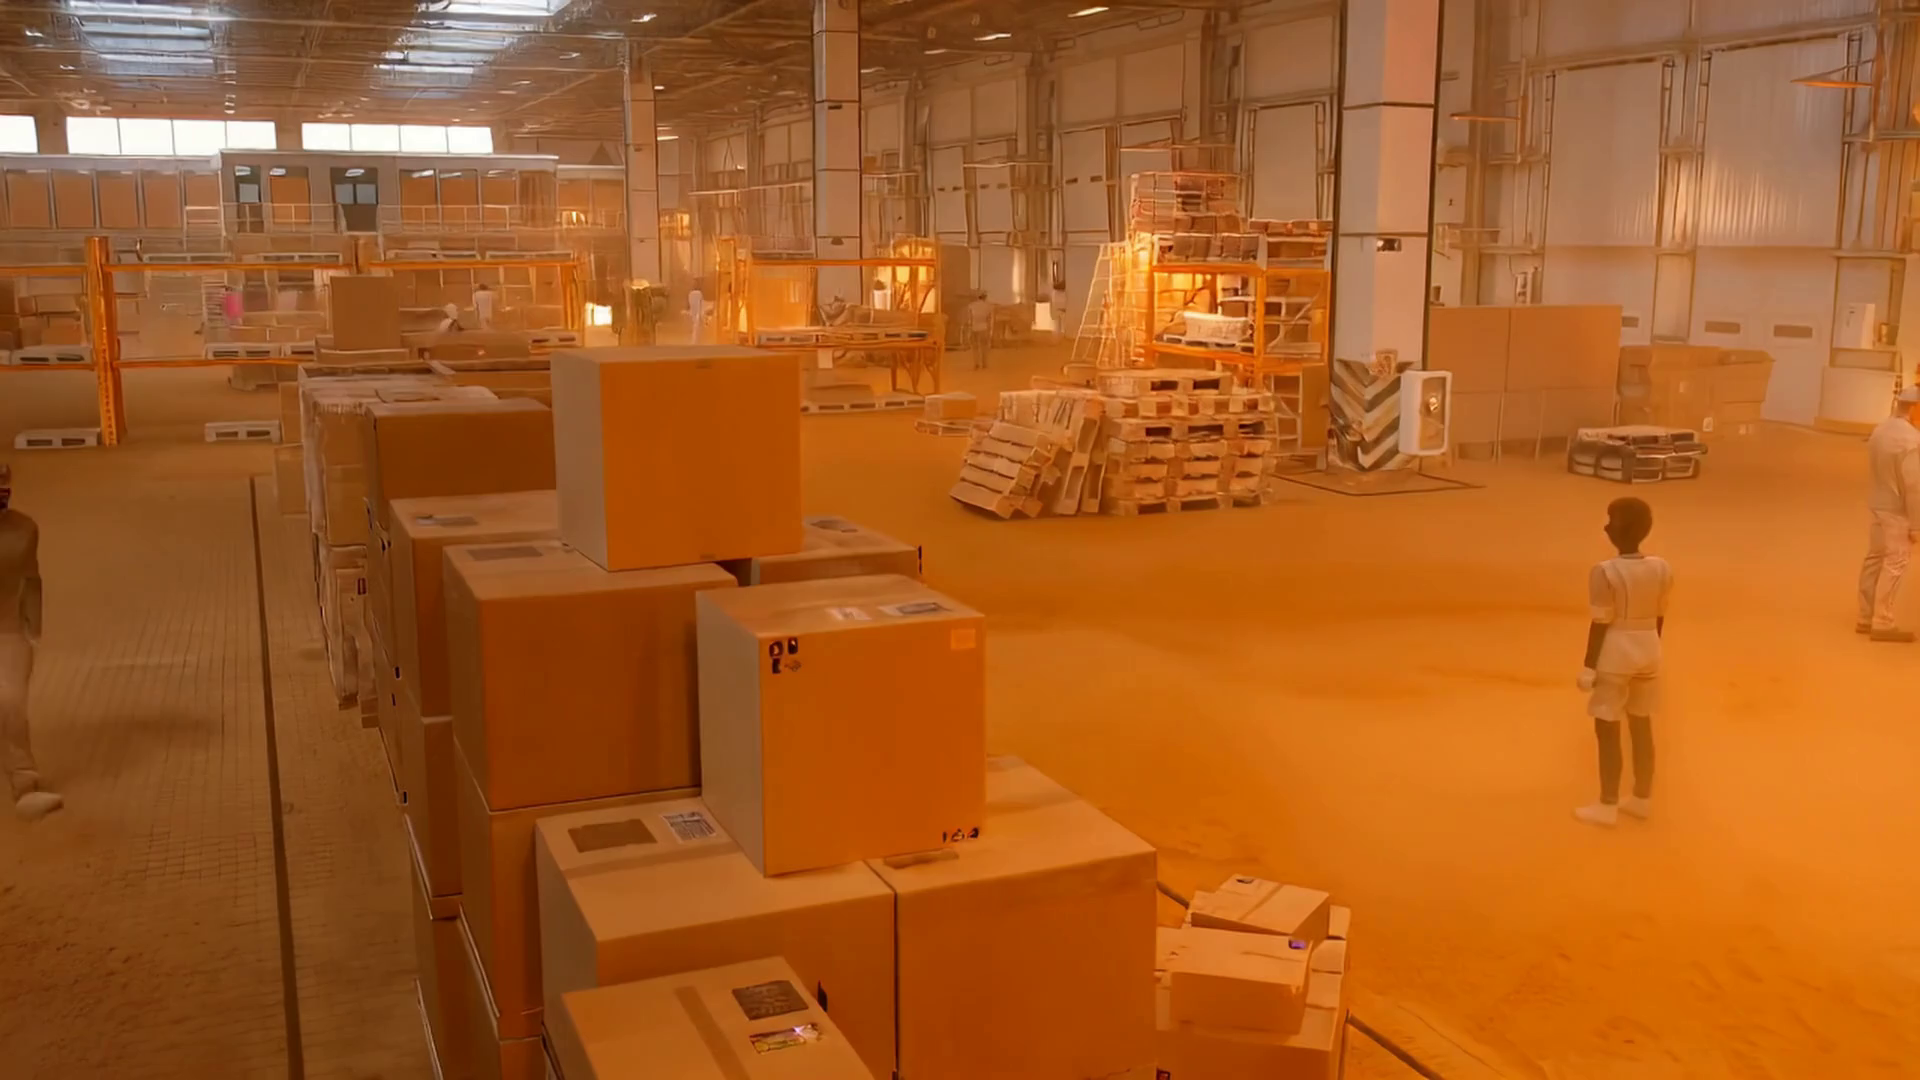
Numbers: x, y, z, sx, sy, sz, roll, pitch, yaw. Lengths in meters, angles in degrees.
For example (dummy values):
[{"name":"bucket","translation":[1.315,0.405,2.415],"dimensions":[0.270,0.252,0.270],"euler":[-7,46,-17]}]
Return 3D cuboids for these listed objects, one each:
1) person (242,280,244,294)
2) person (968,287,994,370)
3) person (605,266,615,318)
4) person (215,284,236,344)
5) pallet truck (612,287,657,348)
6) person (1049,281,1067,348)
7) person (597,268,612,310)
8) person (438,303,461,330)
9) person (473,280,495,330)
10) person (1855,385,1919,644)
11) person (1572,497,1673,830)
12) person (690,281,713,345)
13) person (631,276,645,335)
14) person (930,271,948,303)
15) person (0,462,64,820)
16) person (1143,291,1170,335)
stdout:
[{"name":"person","translation":[-30.545,-10.768,70.950],"dimensions":[1.005,1.811,0.525],"euler":[3,11,14]},{"name":"person","translation":[0.467,-4.785,37.761],"dimensions":[0.595,1.903,0.745],"euler":[1,10,5]},{"name":"person","translation":[-13.275,-9.396,63.064],"dimensions":[0.361,1.939,0.542],"euler":[-2,10,-8]},{"name":"person","translation":[-20.810,-6.395,47.116],"dimensions":[0.512,1.709,0.783],"euler":[7,12,32]},{"name":"pallet truck","translation":[-6.464,-4.406,35.401],"dimensions":[0.823,1.965,1.885],"euler":[6,12,32]},{"name":"person","translation":[2.697,-6.230,45.937],"dimensions":[0.637,1.821,0.722],"euler":[-10,14,-43]},{"name":"person","translation":[-14.609,-10.286,68.247],"dimensions":[0.589,1.830,0.958],"euler":[-5,11,-25]},{"name":"person","translation":[-9.279,-3.387,30.253],"dimensions":[1.011,1.843,0.573],"euler":[-10,14,-44]},{"name":"person","translation":[-12.457,-5.821,43.451],"dimensions":[0.791,1.912,0.654],"euler":[10,14,43]},{"name":"person","translation":[6.963,-0.189,12.369],"dimensions":[0.381,1.929,0.634],"euler":[0,10,1]},{"name":"person","translation":[3.376,0.628,8.488],"dimensions":[0.540,1.695,0.317],"euler":[-5,11,-26]},{"name":"person","translation":[-7.140,-6.172,45.578],"dimensions":[0.531,1.832,0.879],"euler":[5,11,24]},{"name":"person","translation":[-10.049,-7.310,51.880],"dimensions":[0.431,1.836,0.619],"euler":[2,10,9]},{"name":"person","translation":[-0.678,-7.585,53.023],"dimensions":[0.622,1.968,0.895],"euler":[-3,11,-18]},{"name":"person","translation":[-5.095,0.510,8.686],"dimensions":[1.036,1.872,0.677],"euler":[8,13,38]},{"name":"person","translation":[4.910,-5.523,41.940],"dimensions":[0.672,1.862,0.781],"euler":[5,11,26]}]
